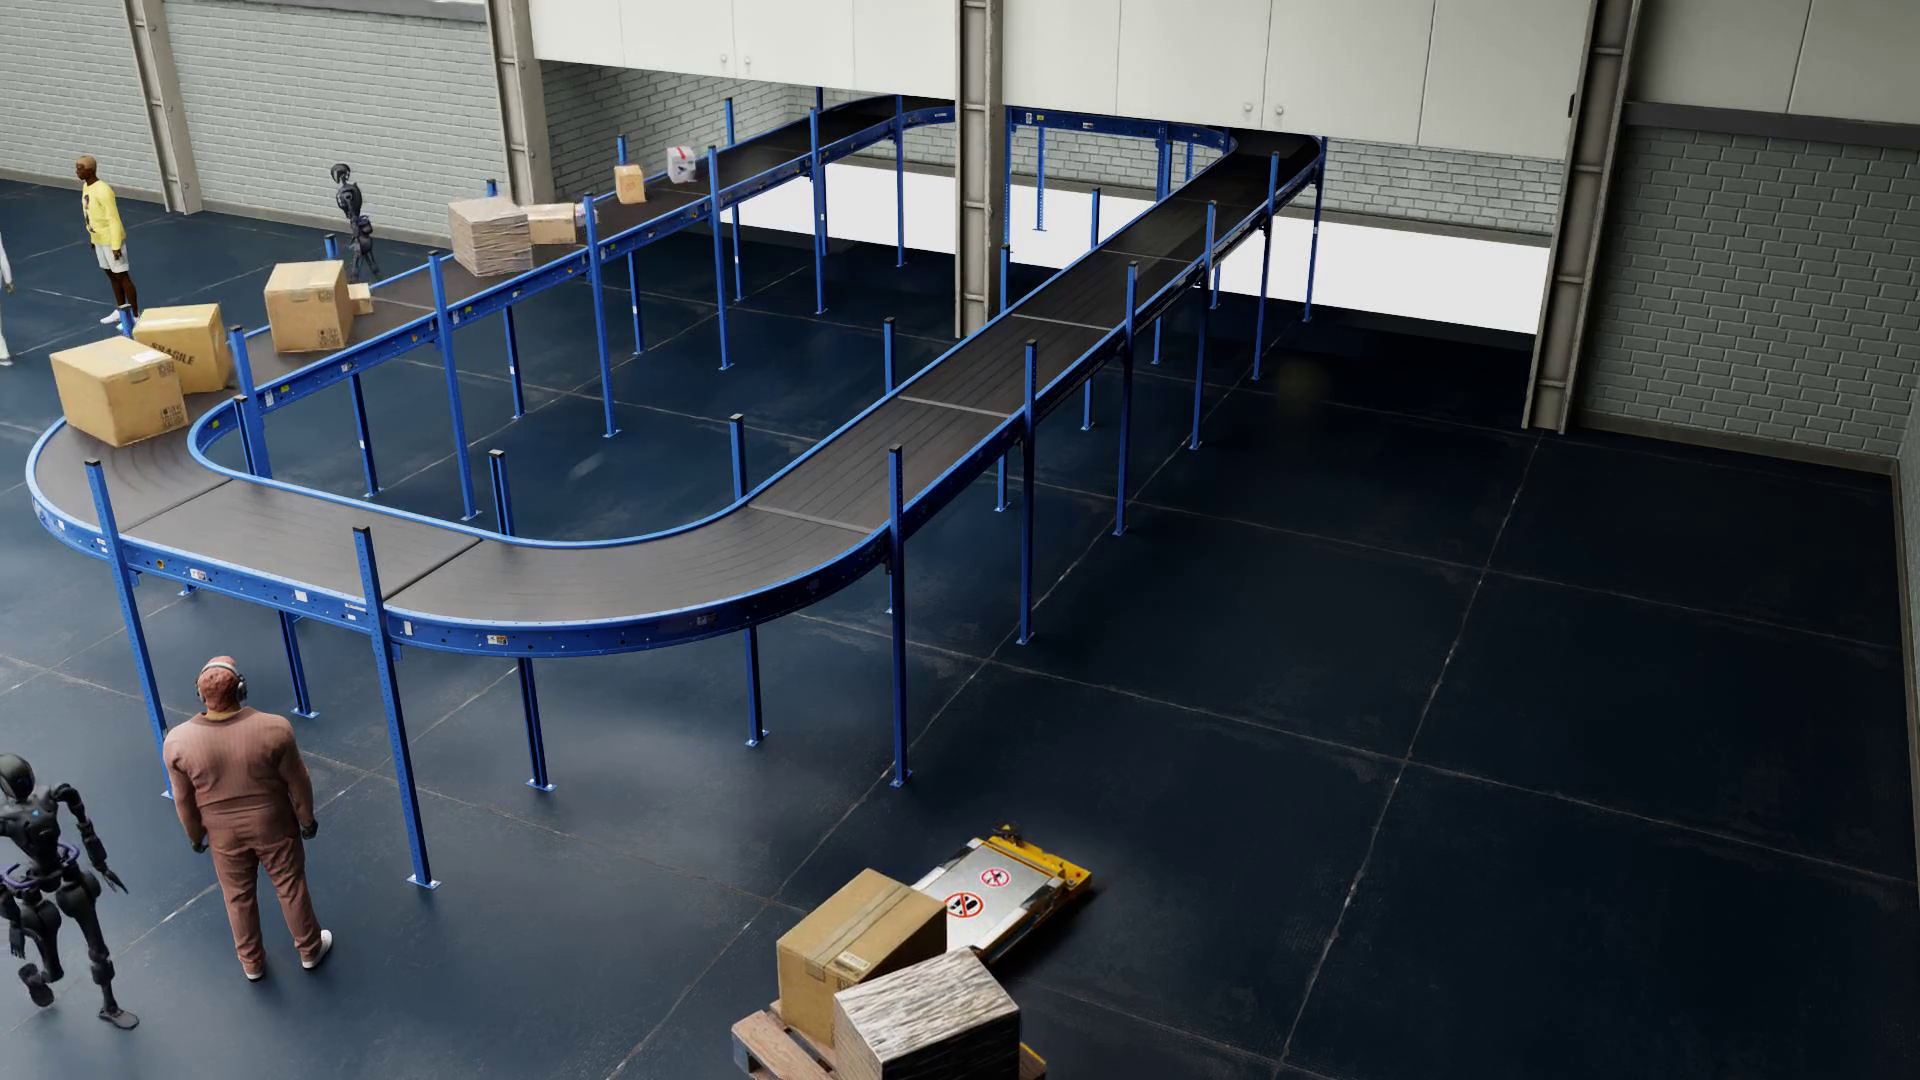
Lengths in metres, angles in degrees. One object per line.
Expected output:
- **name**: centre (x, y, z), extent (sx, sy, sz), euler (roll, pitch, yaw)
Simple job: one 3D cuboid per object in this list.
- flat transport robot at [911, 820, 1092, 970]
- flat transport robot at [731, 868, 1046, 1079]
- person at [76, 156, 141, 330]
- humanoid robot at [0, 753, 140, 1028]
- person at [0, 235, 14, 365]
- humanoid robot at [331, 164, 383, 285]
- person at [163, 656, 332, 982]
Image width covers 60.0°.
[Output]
- **flat transport robot**: centre (0.065, 2.080, 9.285), extent (0.659, 0.231, 1.431), euler (19, 32, 34)
- **flat transport robot**: centre (-0.335, 2.679, 8.078), extent (1.431, 0.231, 0.659), euler (-20, 33, -35)
- **person**: centre (-9.346, -3.266, 18.226), extent (0.543, 1.899, 0.380), euler (22, 34, 37)
- **humanoid robot**: centre (-4.591, 1.746, 8.398), extent (0.642, 1.640, 0.594), euler (15, 30, 28)
- **person**: centre (-10.242, -2.720, 17.328), extent (0.853, 1.703, 0.571), euler (21, 33, 36)
- **humanoid robot**: centre (-6.867, -3.469, 18.907), extent (0.644, 1.628, 0.593), euler (-10, 28, -20)
- **person**: centre (-3.703, 1.460, 8.695), extent (0.654, 1.906, 0.411), euler (-7, 27, -14)
